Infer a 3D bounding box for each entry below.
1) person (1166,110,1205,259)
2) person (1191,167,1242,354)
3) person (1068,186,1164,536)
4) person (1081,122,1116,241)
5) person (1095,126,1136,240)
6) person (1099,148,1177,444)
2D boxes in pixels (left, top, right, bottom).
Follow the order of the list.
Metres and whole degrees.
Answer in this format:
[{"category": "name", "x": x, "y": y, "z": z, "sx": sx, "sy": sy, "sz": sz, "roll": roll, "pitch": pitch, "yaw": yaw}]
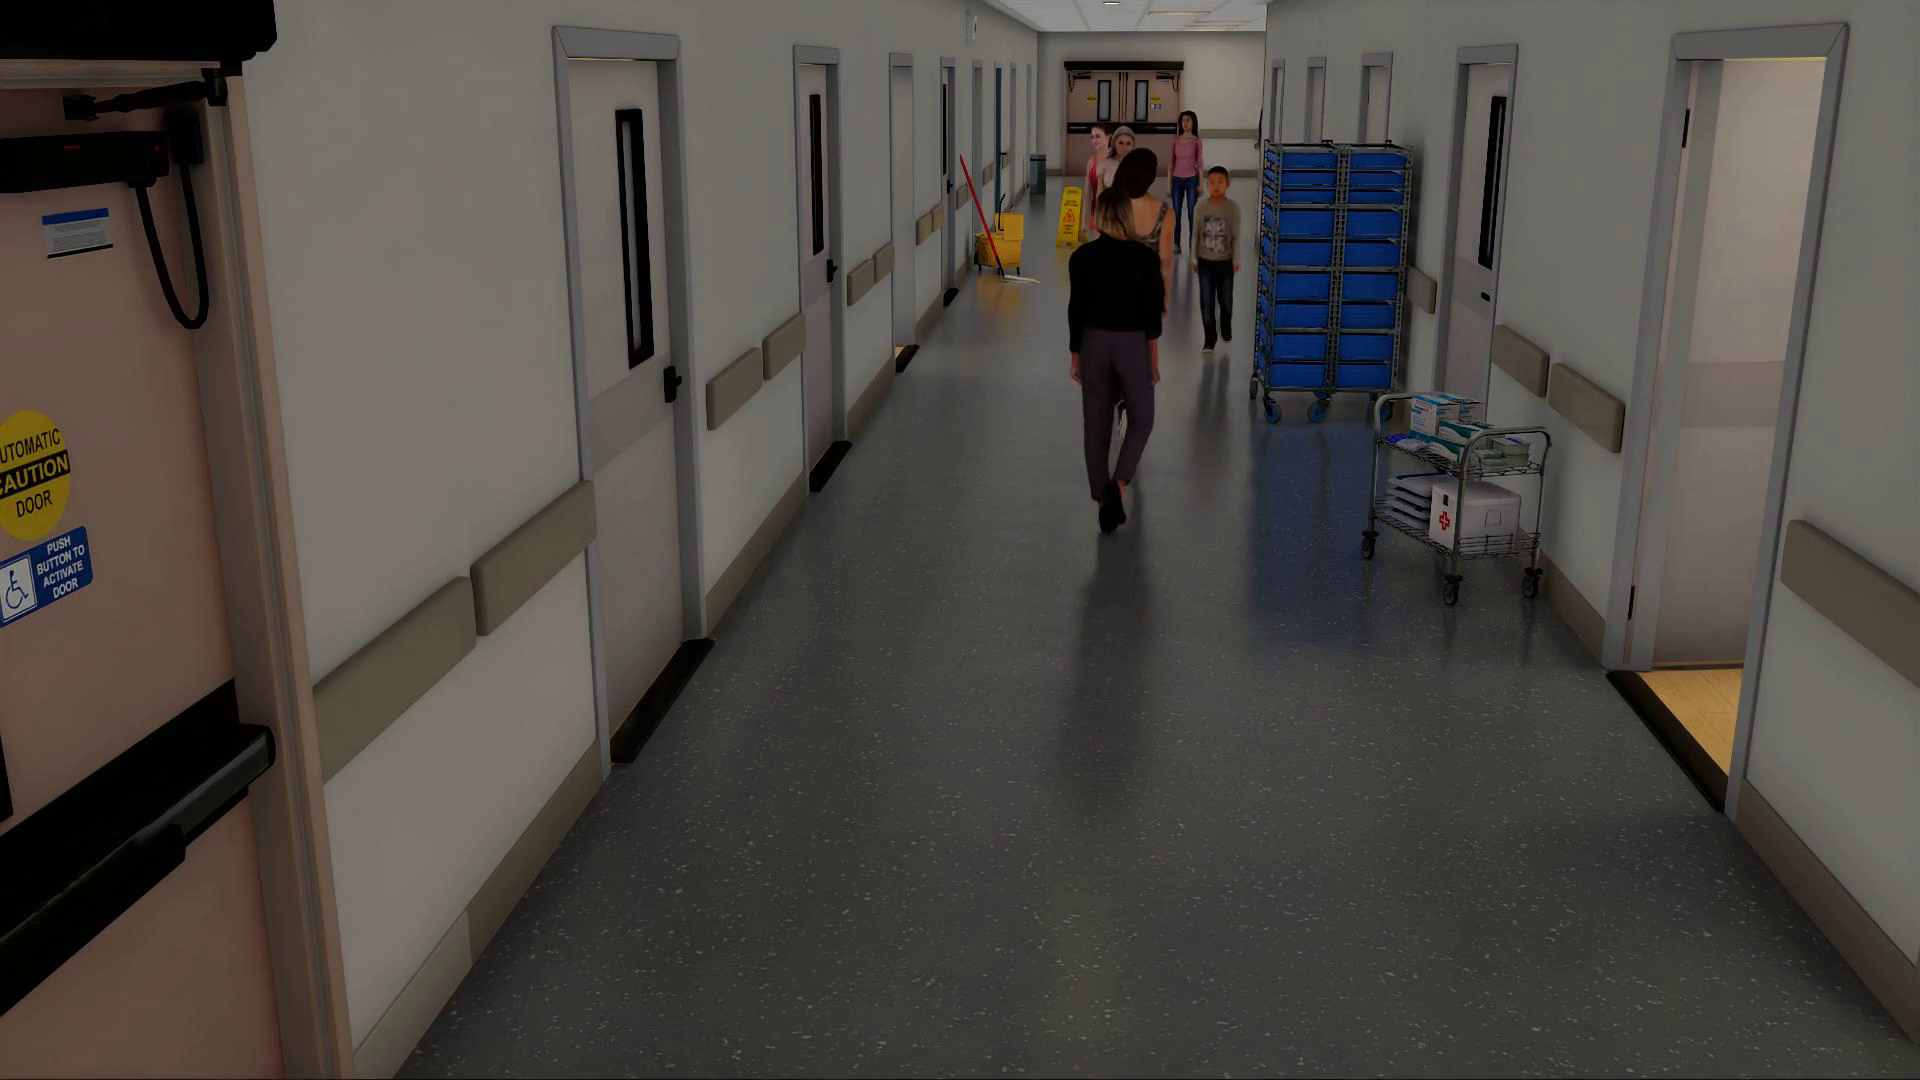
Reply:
[{"category": "person", "x": 2.730, "y": -4.317, "z": 20.142, "sx": 0.706, "sy": 1.738, "sz": 0.755, "roll": 8, "pitch": 18, "yaw": 26}, {"category": "person", "x": 2.041, "y": -2.232, "z": 13.276, "sx": 0.594, "sy": 1.451, "sz": 0.763, "roll": 3, "pitch": 16, "yaw": 12}, {"category": "person", "x": 0.718, "y": -0.810, "z": 7.842, "sx": 0.655, "sy": 1.663, "sz": 0.701, "roll": 4, "pitch": 16, "yaw": 14}, {"category": "person", "x": 1.405, "y": -2.947, "z": 15.301, "sx": 0.744, "sy": 1.729, "sz": 0.807, "roll": 11, "pitch": 19, "yaw": 35}, {"category": "person", "x": 1.363, "y": -2.661, "z": 14.267, "sx": 0.636, "sy": 1.738, "sz": 0.602, "roll": -2, "pitch": 16, "yaw": -6}, {"category": "person", "x": 1.004, "y": -1.346, "z": 9.583, "sx": 0.595, "sy": 1.750, "sz": 0.925, "roll": 1, "pitch": 16, "yaw": 5}]
